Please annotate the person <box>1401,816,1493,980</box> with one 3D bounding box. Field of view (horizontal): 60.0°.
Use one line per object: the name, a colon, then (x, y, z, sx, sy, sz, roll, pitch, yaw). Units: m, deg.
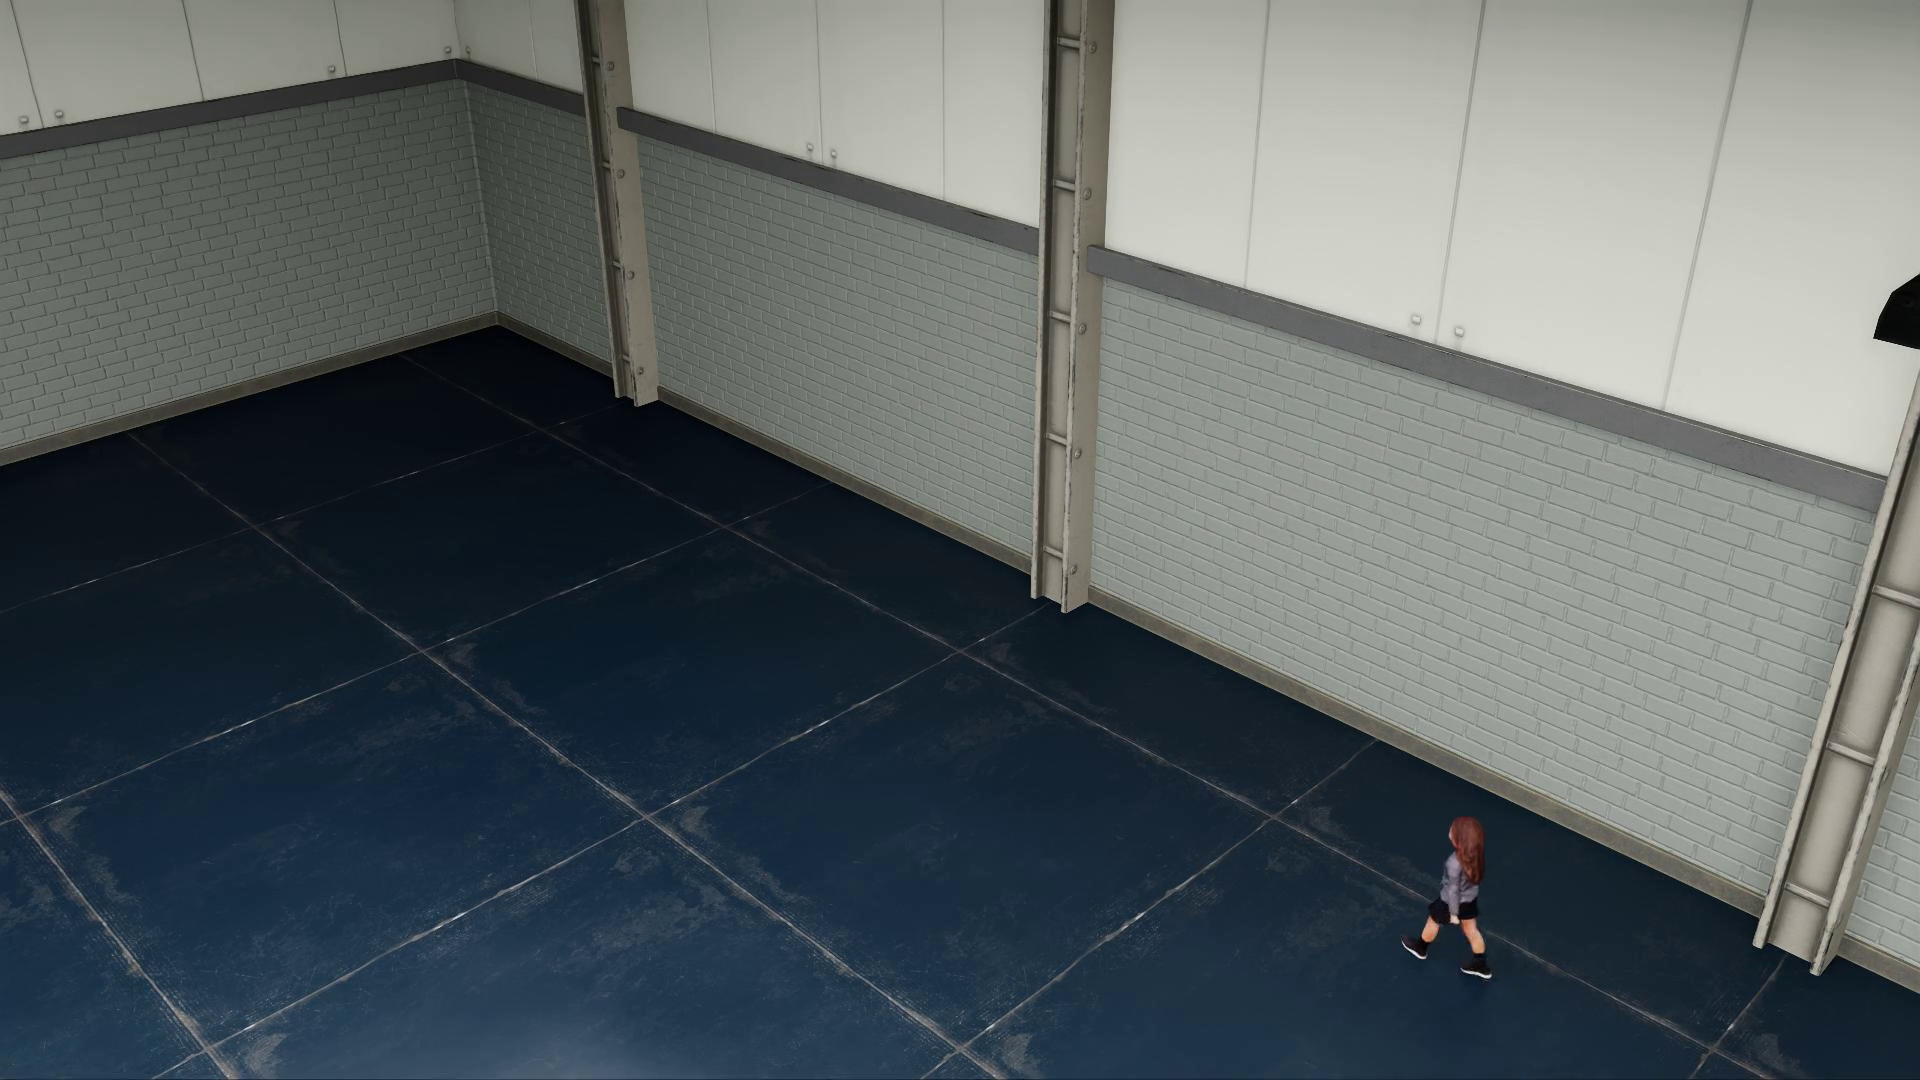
person: (2.951, 2.089, 9.680, 0.764, 1.082, 0.471, 24, 36, 37)
